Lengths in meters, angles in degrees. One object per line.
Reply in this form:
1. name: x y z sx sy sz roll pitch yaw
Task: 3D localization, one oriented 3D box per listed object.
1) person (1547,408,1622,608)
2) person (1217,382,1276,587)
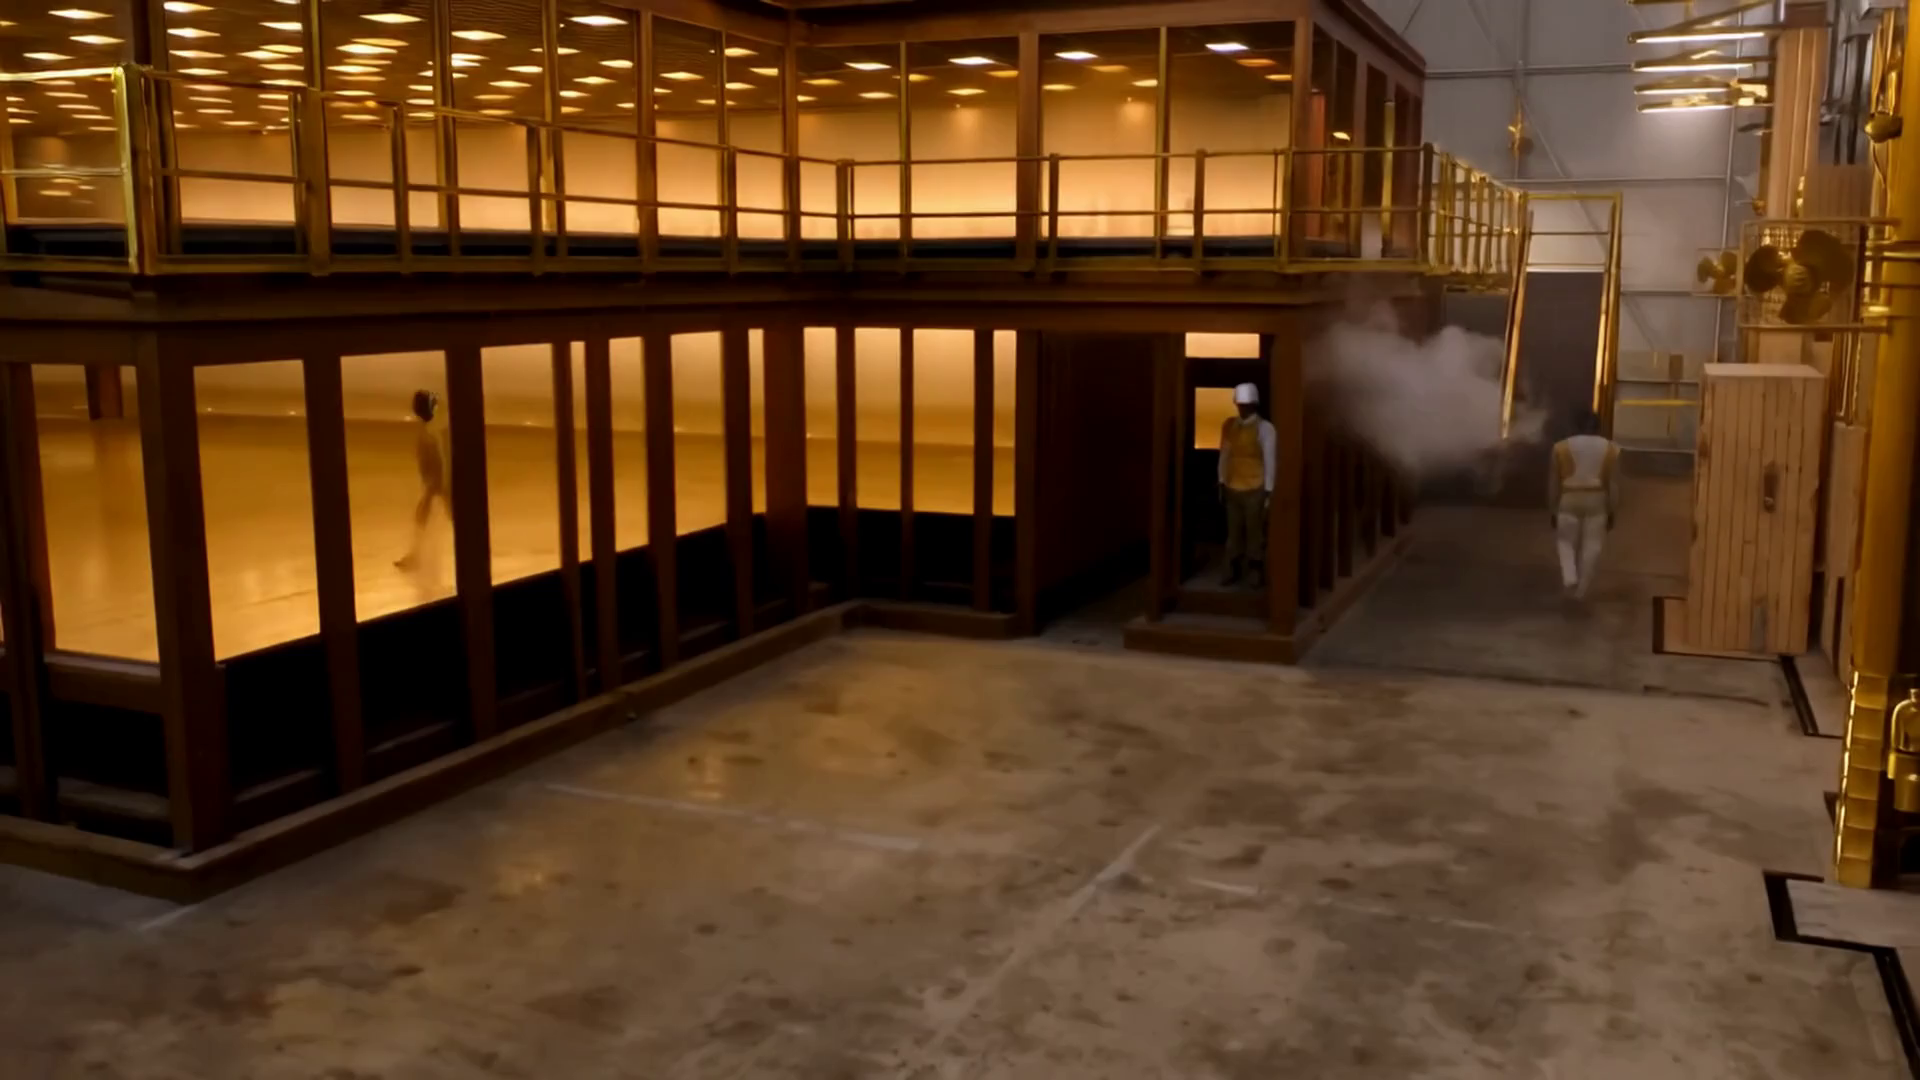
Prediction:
1. person: 5.621 -0.271 15.007 0.629 1.830 0.522 2 9 12
2. person: 2.770 -0.542 16.175 0.612 1.986 0.407 8 12 41
